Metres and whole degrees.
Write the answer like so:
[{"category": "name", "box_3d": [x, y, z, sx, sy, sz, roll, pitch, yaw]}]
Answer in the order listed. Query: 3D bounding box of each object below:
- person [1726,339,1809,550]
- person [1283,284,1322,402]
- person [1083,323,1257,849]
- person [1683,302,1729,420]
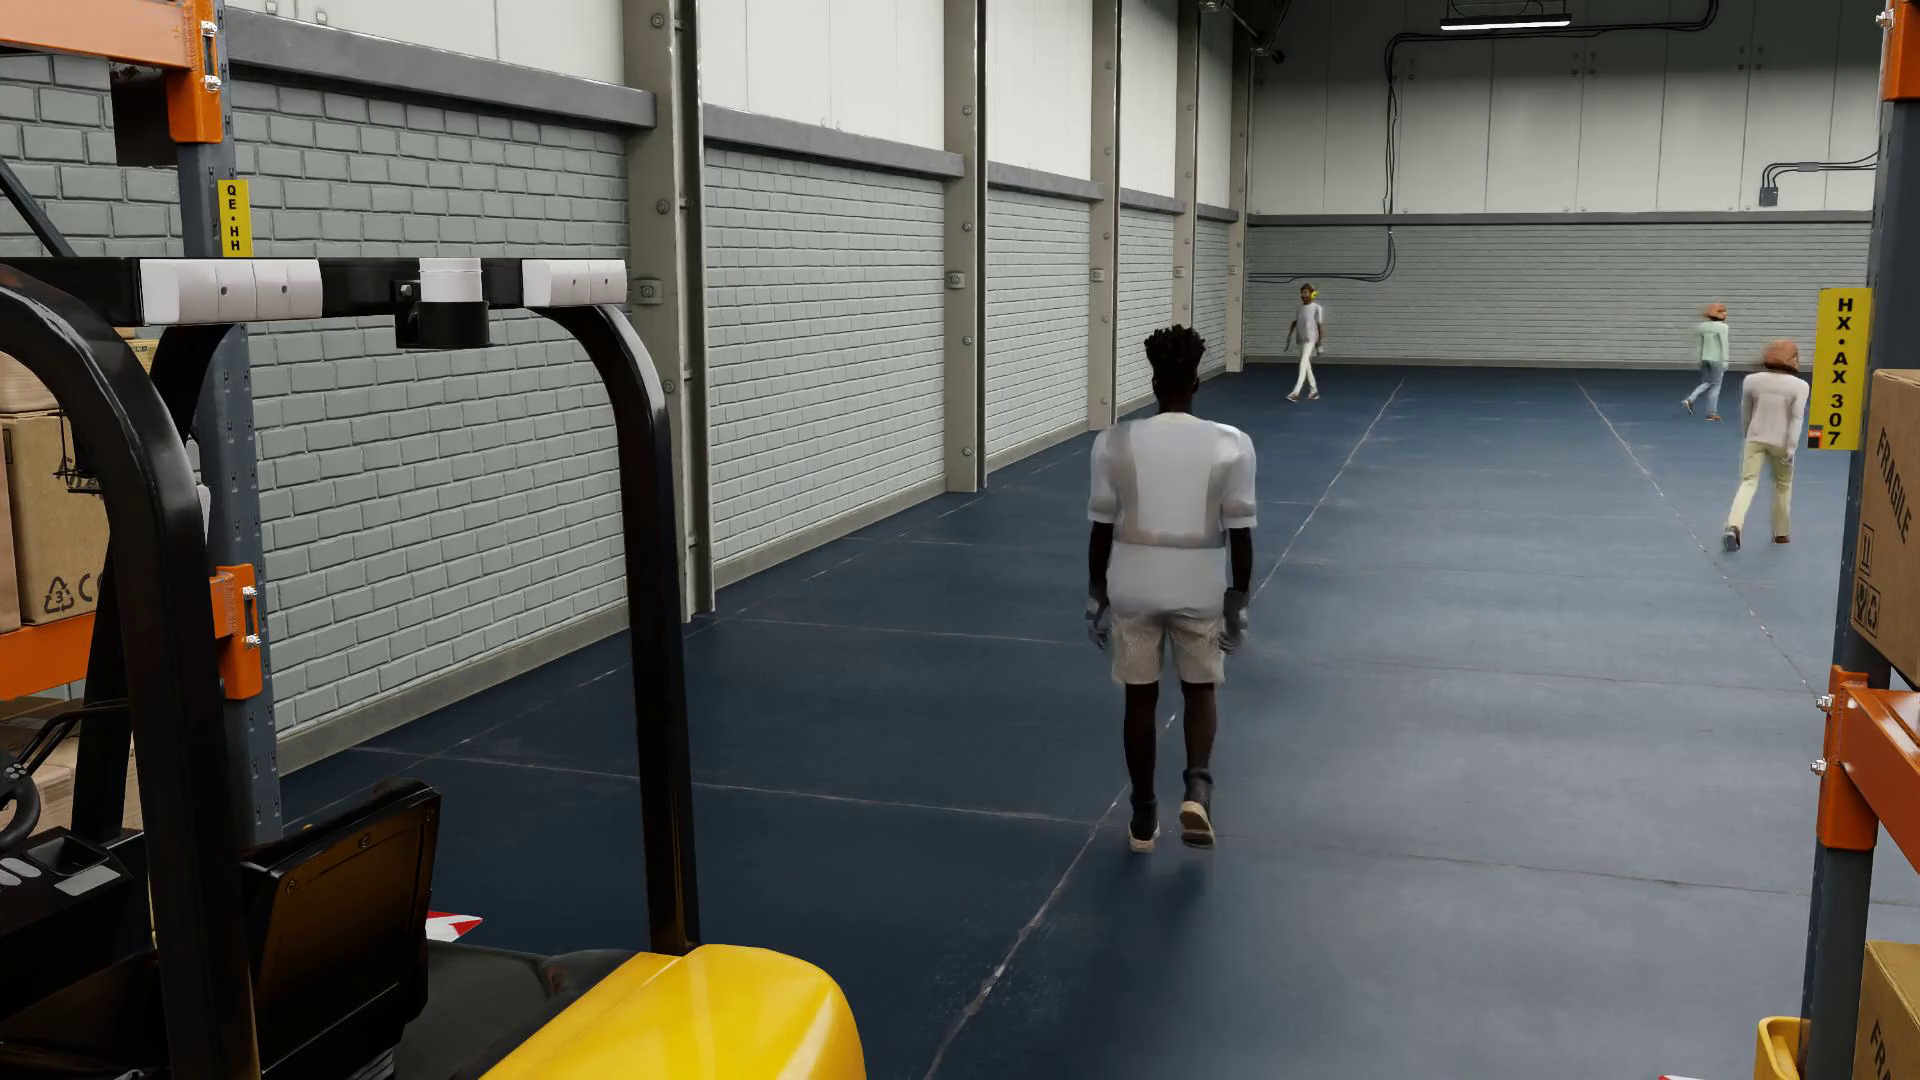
[{"category": "person", "box_3d": [6.098, -0.722, 12.558, 0.495, 1.597, 0.825, 8, 13, 41]}, {"category": "person", "box_3d": [5.353, -3.065, 25.860, 0.983, 1.821, 0.512, -8, 12, -40]}, {"category": "person", "box_3d": [0.757, 0.196, 6.055, 0.619, 1.952, 0.476, 1, 10, 5]}, {"category": "person", "box_3d": [10.229, -2.432, 22.685, 0.477, 1.620, 0.504, -2, 10, -14]}]
